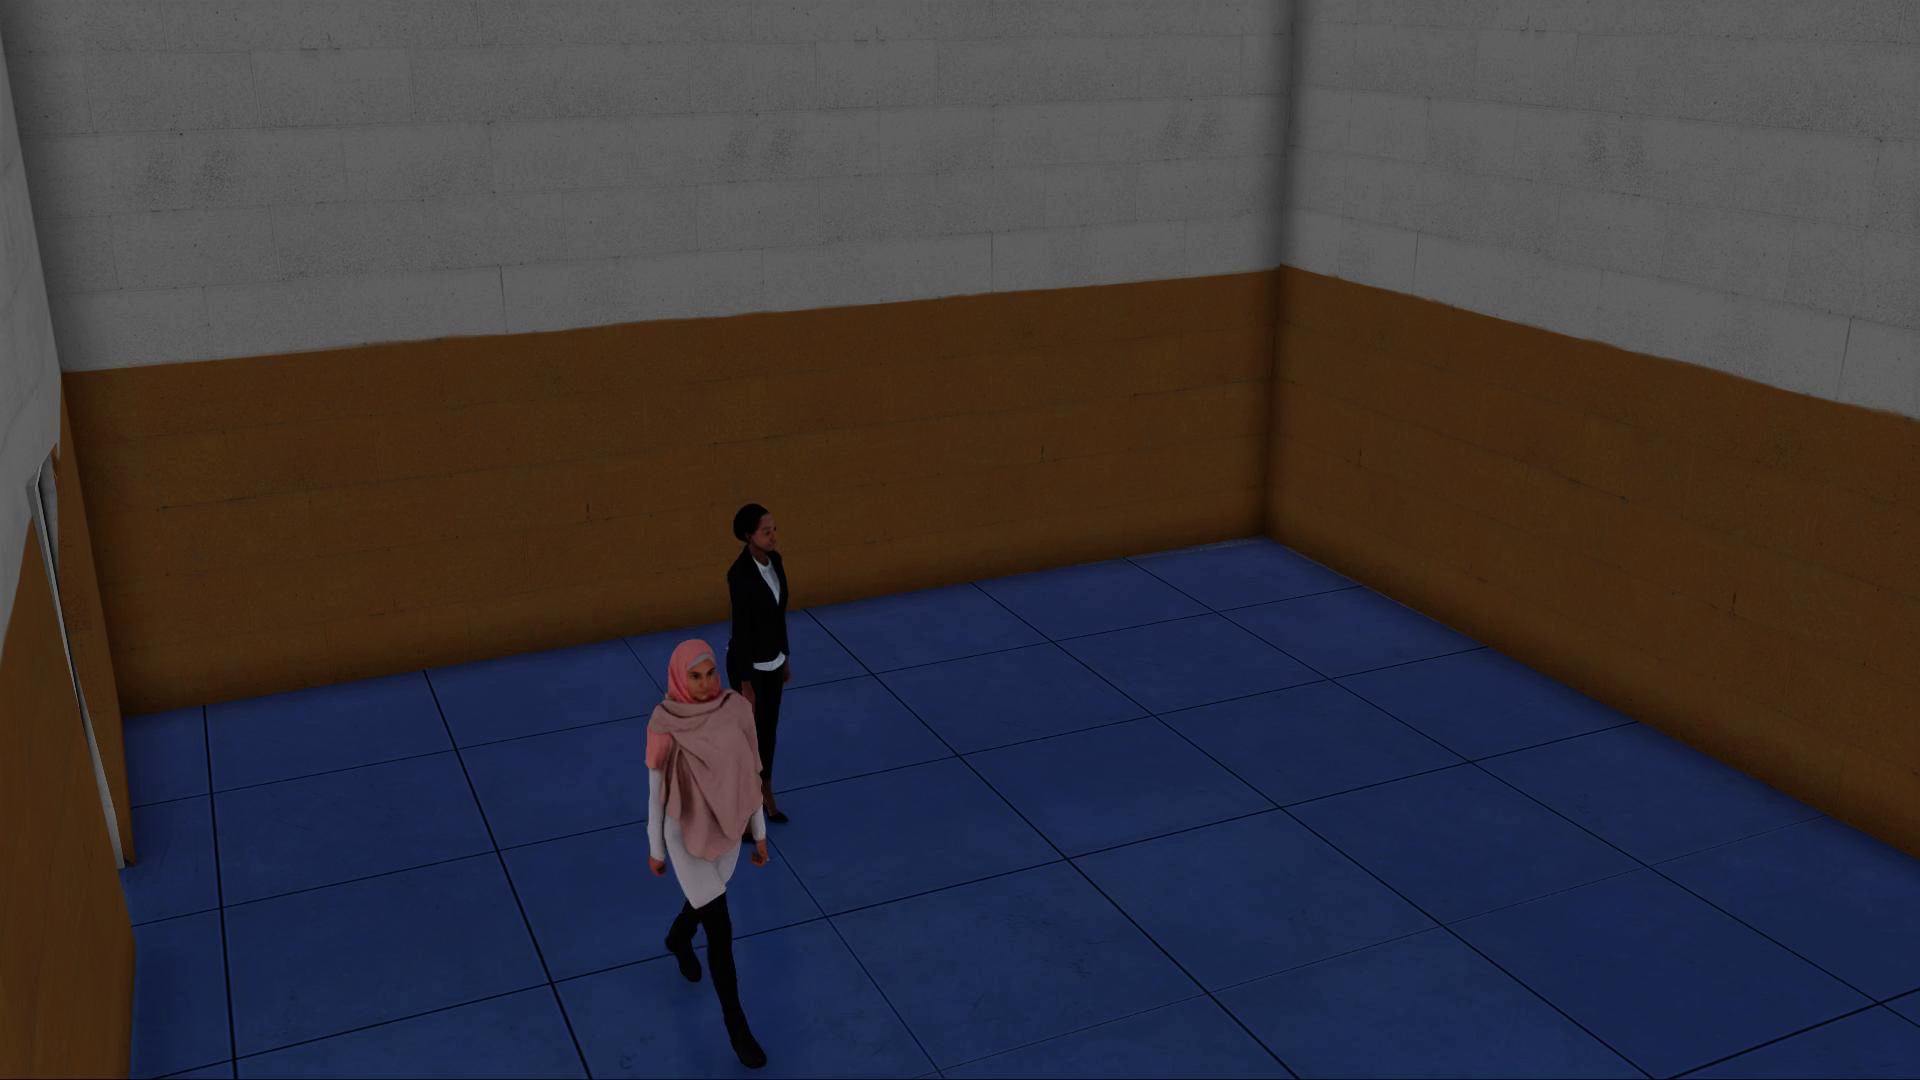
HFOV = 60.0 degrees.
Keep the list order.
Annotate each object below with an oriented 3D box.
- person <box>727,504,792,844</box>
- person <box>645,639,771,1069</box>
[{"bbox_3d":[-1.060,0.687,8.620,0.739,1.830,0.657,10,21,27],"label":"person"},{"bbox_3d":[-1.113,1.252,7.063,1.206,1.755,0.845,-12,22,-33],"label":"person"}]
